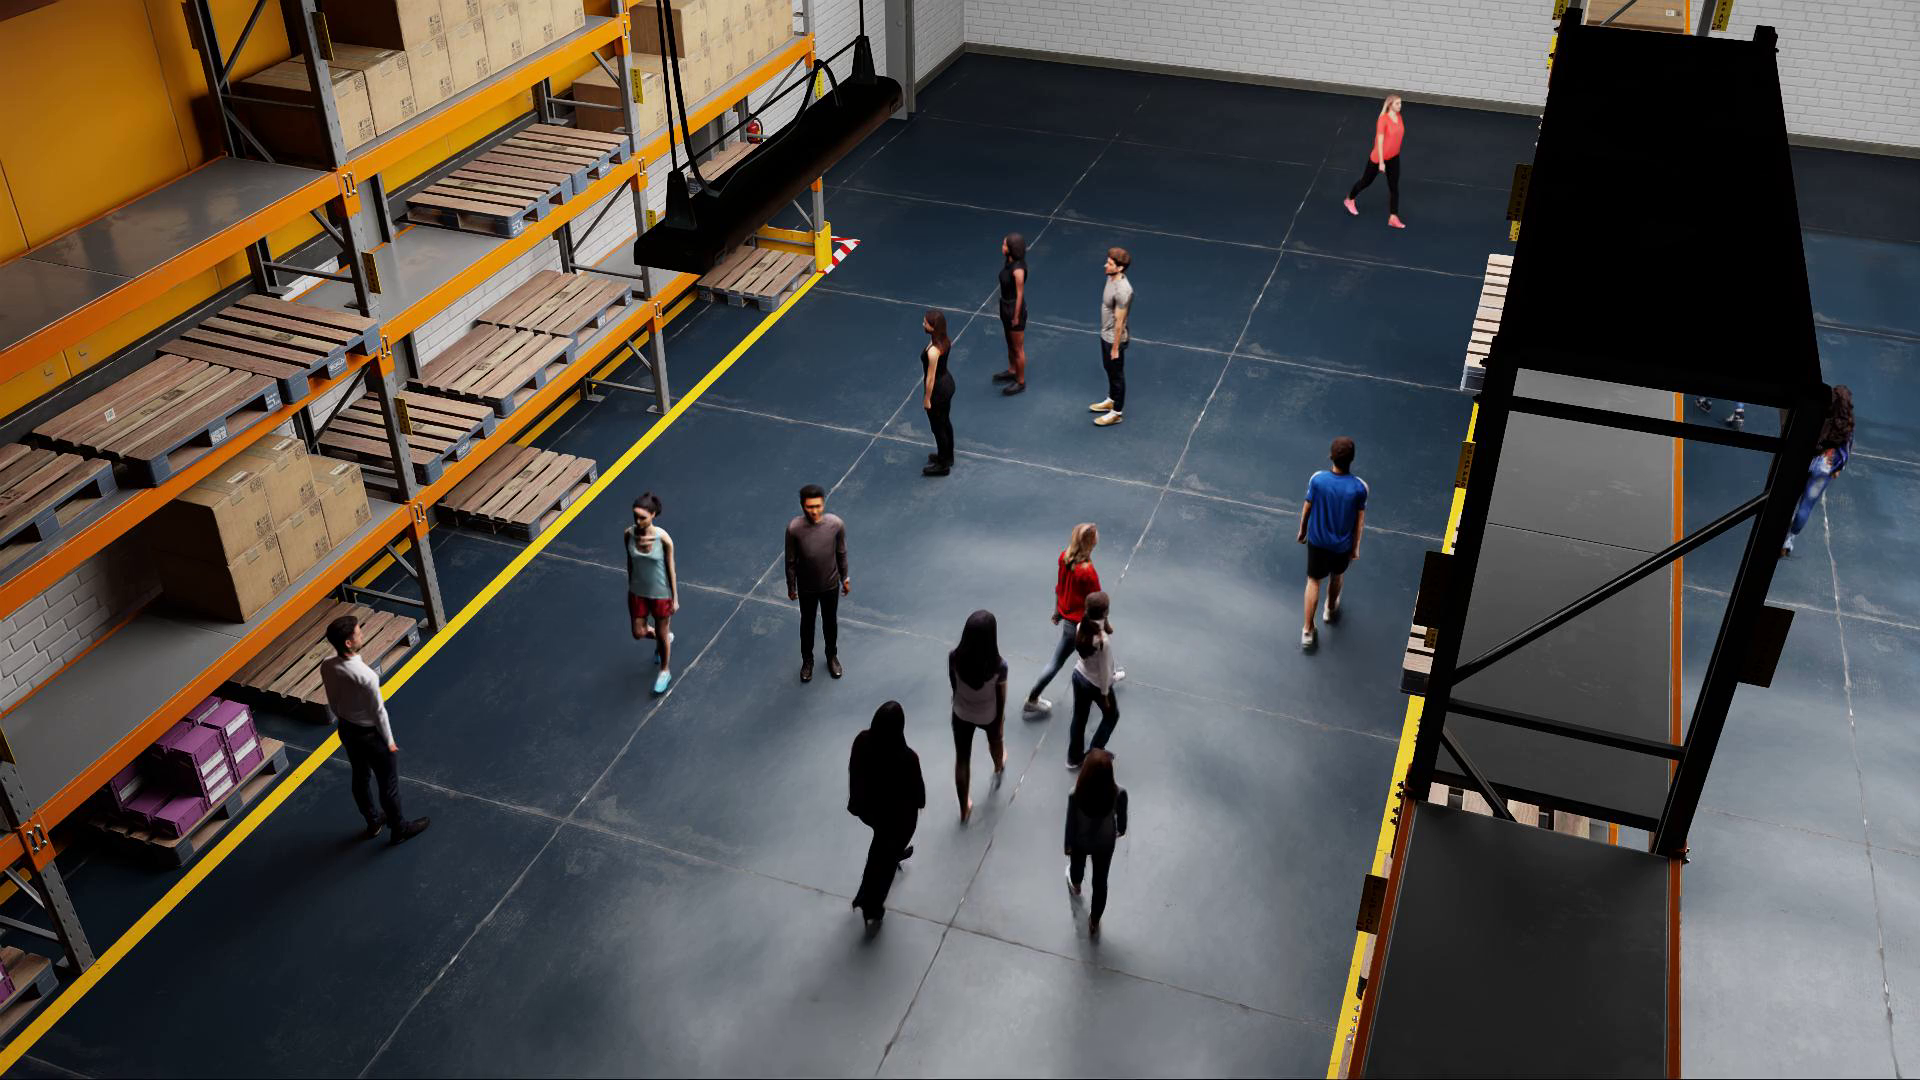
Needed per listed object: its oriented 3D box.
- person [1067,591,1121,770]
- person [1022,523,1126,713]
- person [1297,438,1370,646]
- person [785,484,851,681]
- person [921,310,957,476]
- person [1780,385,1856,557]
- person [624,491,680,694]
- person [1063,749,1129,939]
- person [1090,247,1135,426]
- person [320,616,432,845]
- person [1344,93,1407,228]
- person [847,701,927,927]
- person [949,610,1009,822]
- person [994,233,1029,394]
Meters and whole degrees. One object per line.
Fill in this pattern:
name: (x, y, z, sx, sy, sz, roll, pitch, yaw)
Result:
person: (0.909, 1.079, 12.263, 0.734, 1.544, 0.680, -23, 40, -30)
person: (0.818, 0.659, 12.796, 1.183, 1.653, 1.145, -14, 36, -19)
person: (3.000, 0.029, 13.572, 0.680, 1.844, 1.047, 10, 35, 15)
person: (-1.121, 0.322, 13.201, 0.721, 1.766, 0.706, -1, 34, -1)
person: (-0.207, -1.416, 15.889, 0.655, 1.685, 0.487, 8, 34, 12)
person: (7.557, -0.591, 14.749, 0.807, 1.573, 1.047, 24, 41, 32)
person: (-2.388, 0.377, 13.127, 0.629, 1.755, 0.765, 7, 34, 11)
person: (0.885, 2.022, 10.923, 0.758, 1.457, 0.922, -1, 34, -1)
person: (1.556, -2.055, 16.661, 0.784, 1.895, 0.659, -4, 34, -6)
person: (-4.157, 1.332, 11.587, 0.641, 1.870, 0.617, 16, 37, 23)
person: (5.272, -4.820, 21.037, 1.165, 1.654, 1.120, -20, 39, -28)
person: (-0.543, 1.851, 10.936, 0.844, 1.726, 1.105, 22, 40, 30)
person: (0.091, 1.286, 11.835, 0.692, 1.674, 1.040, 6, 34, 9)
person: (0.554, -2.368, 17.270, 0.730, 1.741, 0.631, -9, 35, -13)
